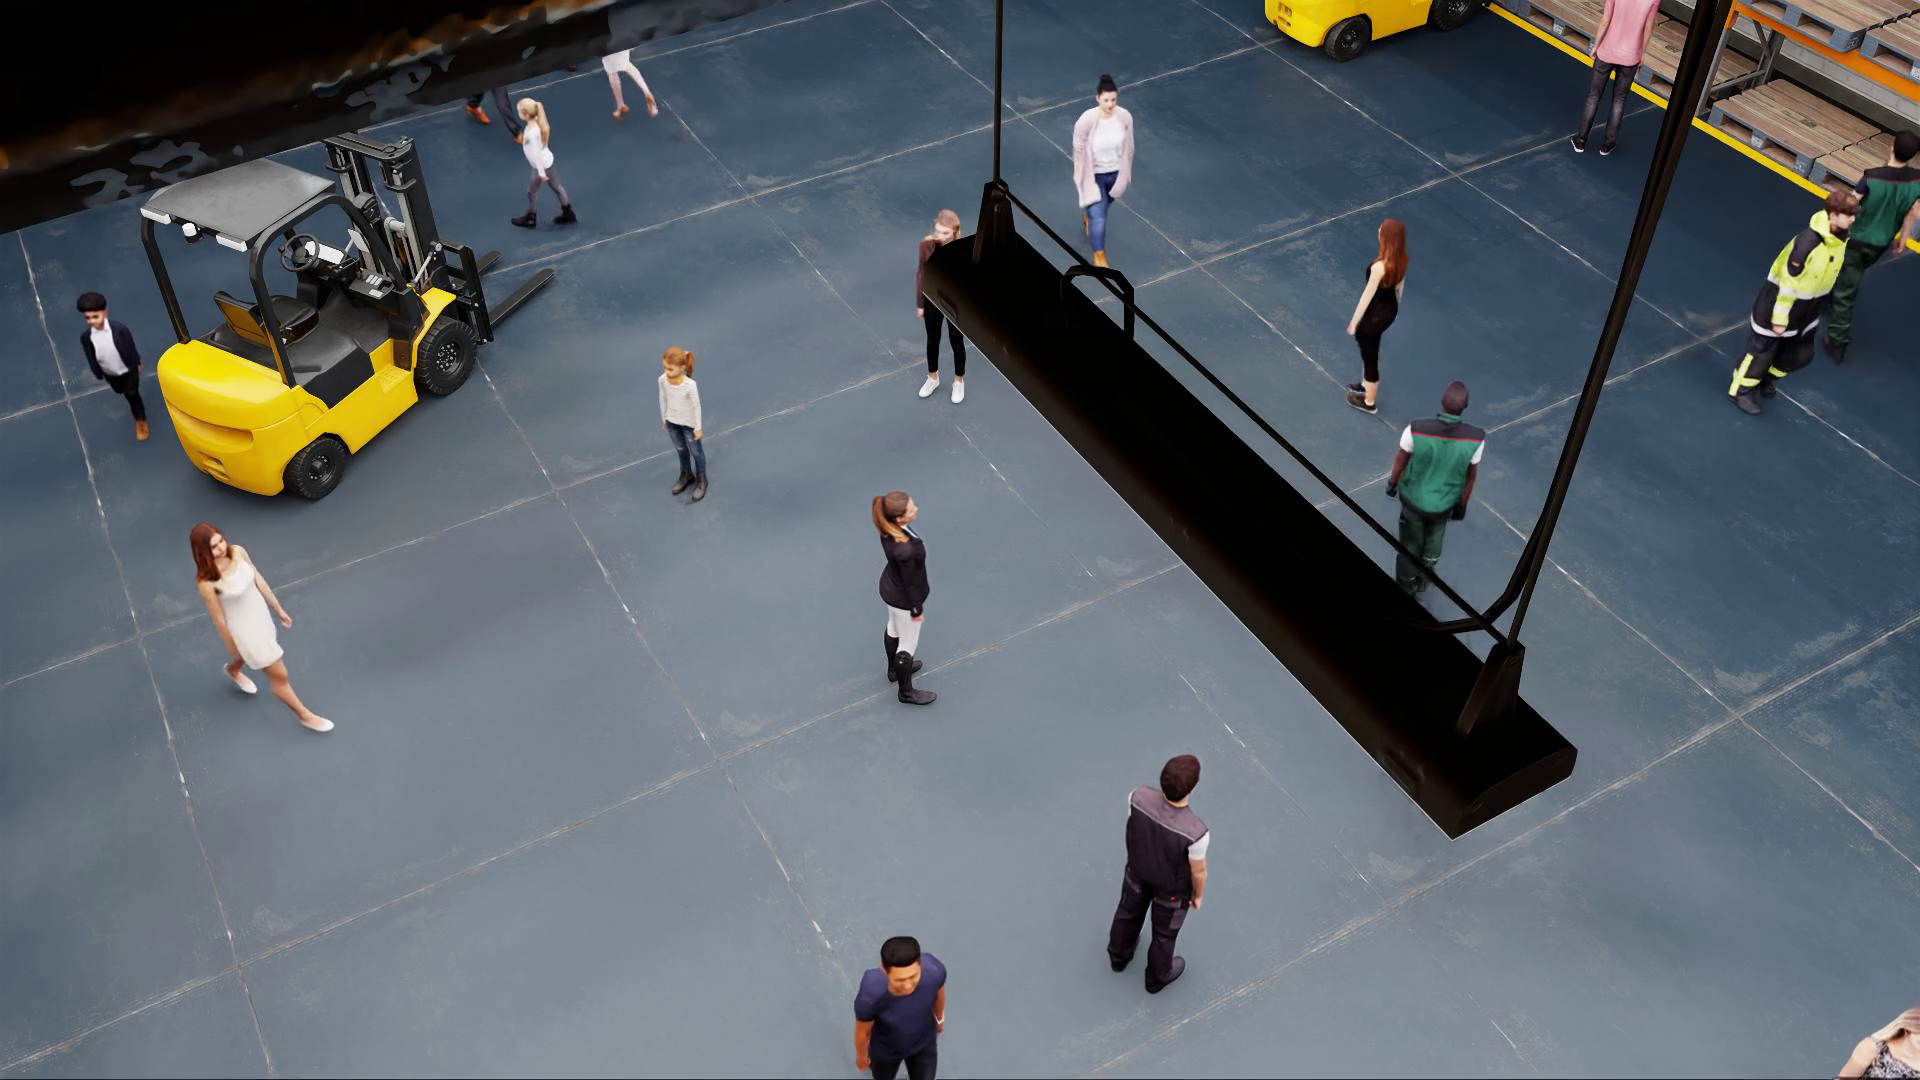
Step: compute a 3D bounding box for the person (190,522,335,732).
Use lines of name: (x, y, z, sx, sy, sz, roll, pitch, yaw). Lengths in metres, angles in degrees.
person: (-4.506, 0.499, 10.392, 1.139, 1.681, 1.039, 13, 45, 13)

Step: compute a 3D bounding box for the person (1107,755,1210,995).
person: (1.062, 1.790, 8.918, 0.650, 1.846, 0.787, 28, 50, 26)

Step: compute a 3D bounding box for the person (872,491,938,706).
person: (-0.360, 0.351, 10.513, 0.671, 1.729, 0.550, -12, 45, -12)

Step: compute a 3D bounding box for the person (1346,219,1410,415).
person: (3.248, -1.657, 12.628, 0.691, 1.719, 0.676, 32, 52, 29)

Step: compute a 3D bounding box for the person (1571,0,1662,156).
person: (6.115, -4.514, 15.454, 0.696, 1.957, 0.768, 13, 45, 13)

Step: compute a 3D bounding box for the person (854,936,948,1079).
person: (-0.321, 2.407, 8.327, 0.730, 1.767, 1.086, -16, 46, -16)

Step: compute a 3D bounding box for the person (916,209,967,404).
person: (-0.109, -1.821, 12.809, 0.659, 1.706, 0.728, 12, 45, 12)

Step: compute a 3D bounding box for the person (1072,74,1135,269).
person: (1.194, -3.200, 14.254, 0.840, 1.709, 1.147, -12, 45, -12)

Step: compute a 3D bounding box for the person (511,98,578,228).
person: (-3.634, -3.324, 14.712, 0.796, 1.257, 0.807, 3, 44, 3)

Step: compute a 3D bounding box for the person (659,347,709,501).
person: (-2.002, -0.860, 12.084, 0.543, 1.315, 0.615, 17, 46, 17)

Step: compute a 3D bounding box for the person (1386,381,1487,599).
person: (3.115, -0.233, 11.056, 0.820, 1.826, 0.863, 5, 44, 5)

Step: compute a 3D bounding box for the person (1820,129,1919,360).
person: (7.217, -2.317, 13.225, 1.098, 1.851, 1.304, 0, 44, 0)

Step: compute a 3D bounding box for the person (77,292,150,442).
person: (-6.452, -1.388, 12.714, 0.643, 1.210, 0.874, -10, 44, -10)

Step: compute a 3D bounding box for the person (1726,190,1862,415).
person: (6.250, -1.848, 12.648, 0.768, 1.969, 0.688, -20, 47, -20)
